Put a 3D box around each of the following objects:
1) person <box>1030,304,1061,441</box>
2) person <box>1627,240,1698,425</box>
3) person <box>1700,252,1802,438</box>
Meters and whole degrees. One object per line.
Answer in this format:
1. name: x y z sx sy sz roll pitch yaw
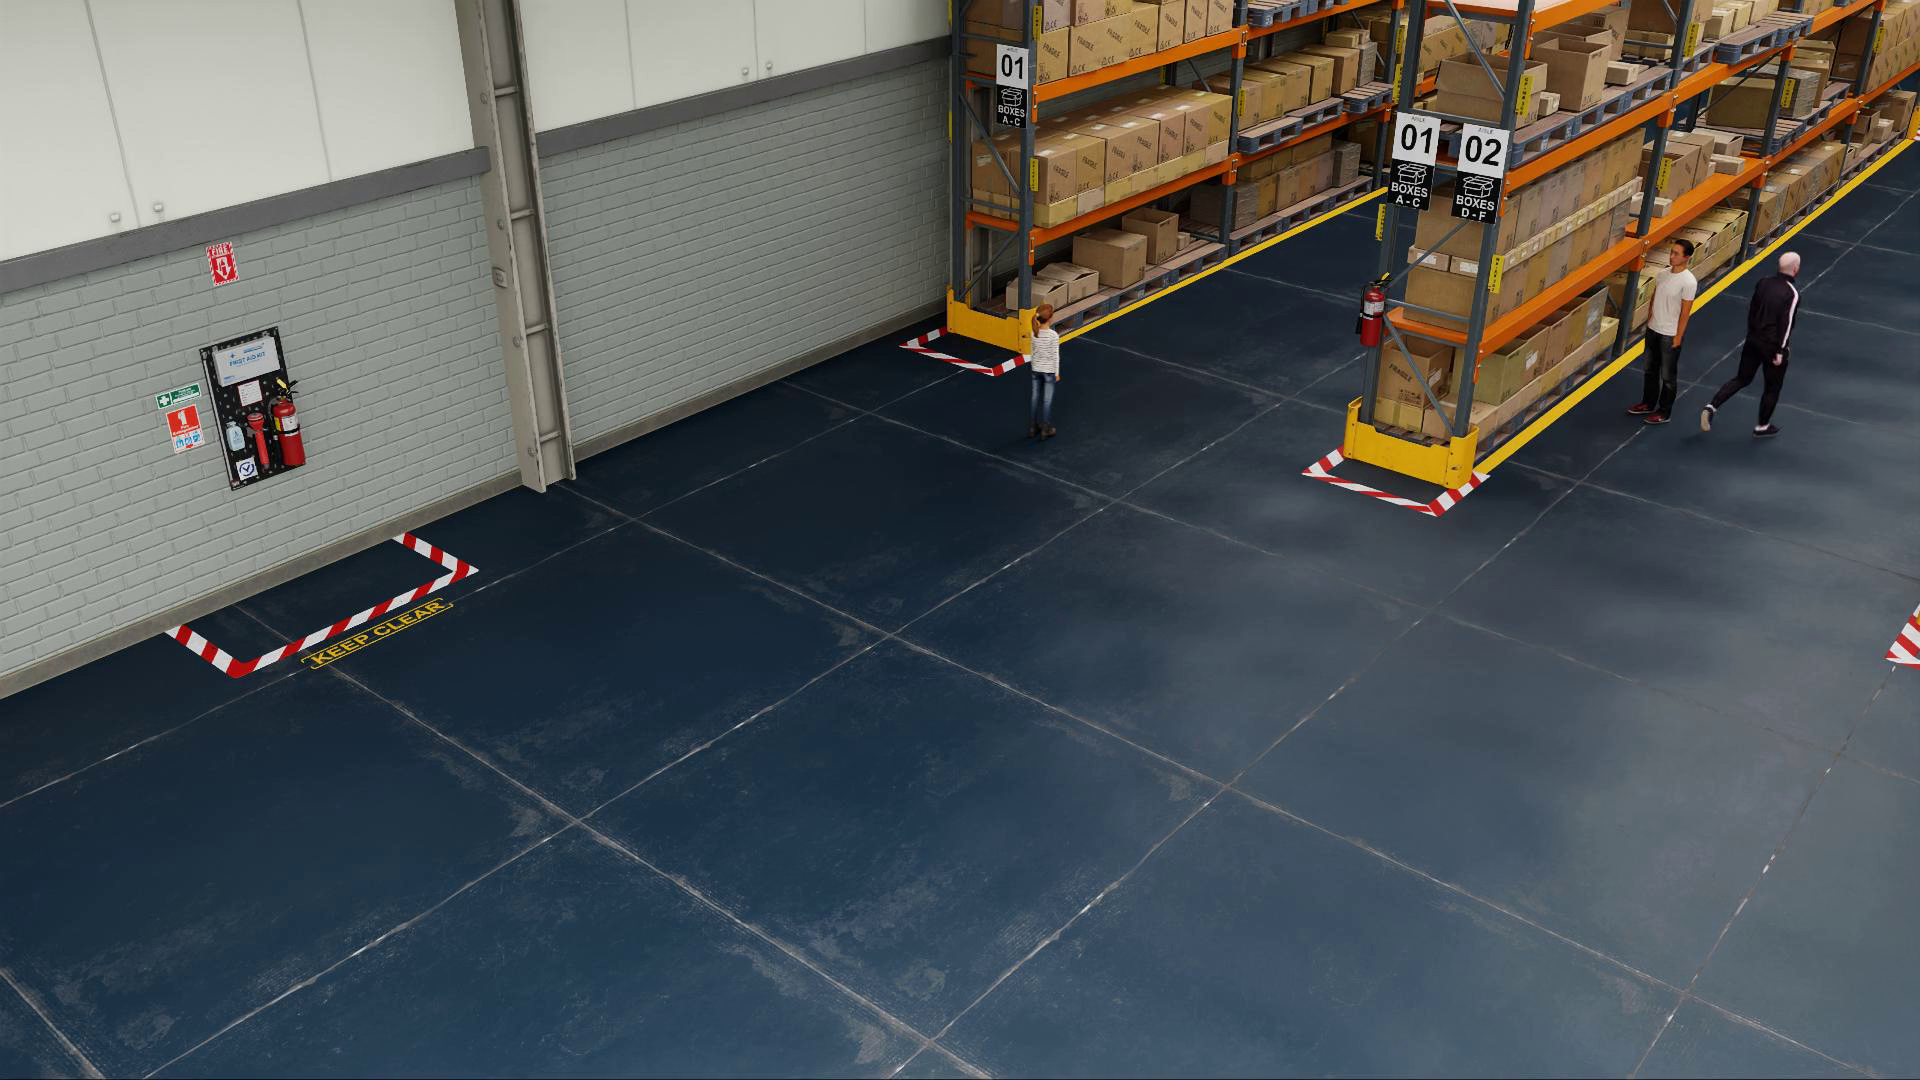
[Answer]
1. person: 0.783 -1.583 15.648 0.461 1.314 0.484 20 34 33
2. person: 6.783 -2.002 15.915 0.696 1.802 0.704 -11 30 -20
3. person: 7.400 -1.770 15.473 1.210 1.807 1.007 -9 29 -17
